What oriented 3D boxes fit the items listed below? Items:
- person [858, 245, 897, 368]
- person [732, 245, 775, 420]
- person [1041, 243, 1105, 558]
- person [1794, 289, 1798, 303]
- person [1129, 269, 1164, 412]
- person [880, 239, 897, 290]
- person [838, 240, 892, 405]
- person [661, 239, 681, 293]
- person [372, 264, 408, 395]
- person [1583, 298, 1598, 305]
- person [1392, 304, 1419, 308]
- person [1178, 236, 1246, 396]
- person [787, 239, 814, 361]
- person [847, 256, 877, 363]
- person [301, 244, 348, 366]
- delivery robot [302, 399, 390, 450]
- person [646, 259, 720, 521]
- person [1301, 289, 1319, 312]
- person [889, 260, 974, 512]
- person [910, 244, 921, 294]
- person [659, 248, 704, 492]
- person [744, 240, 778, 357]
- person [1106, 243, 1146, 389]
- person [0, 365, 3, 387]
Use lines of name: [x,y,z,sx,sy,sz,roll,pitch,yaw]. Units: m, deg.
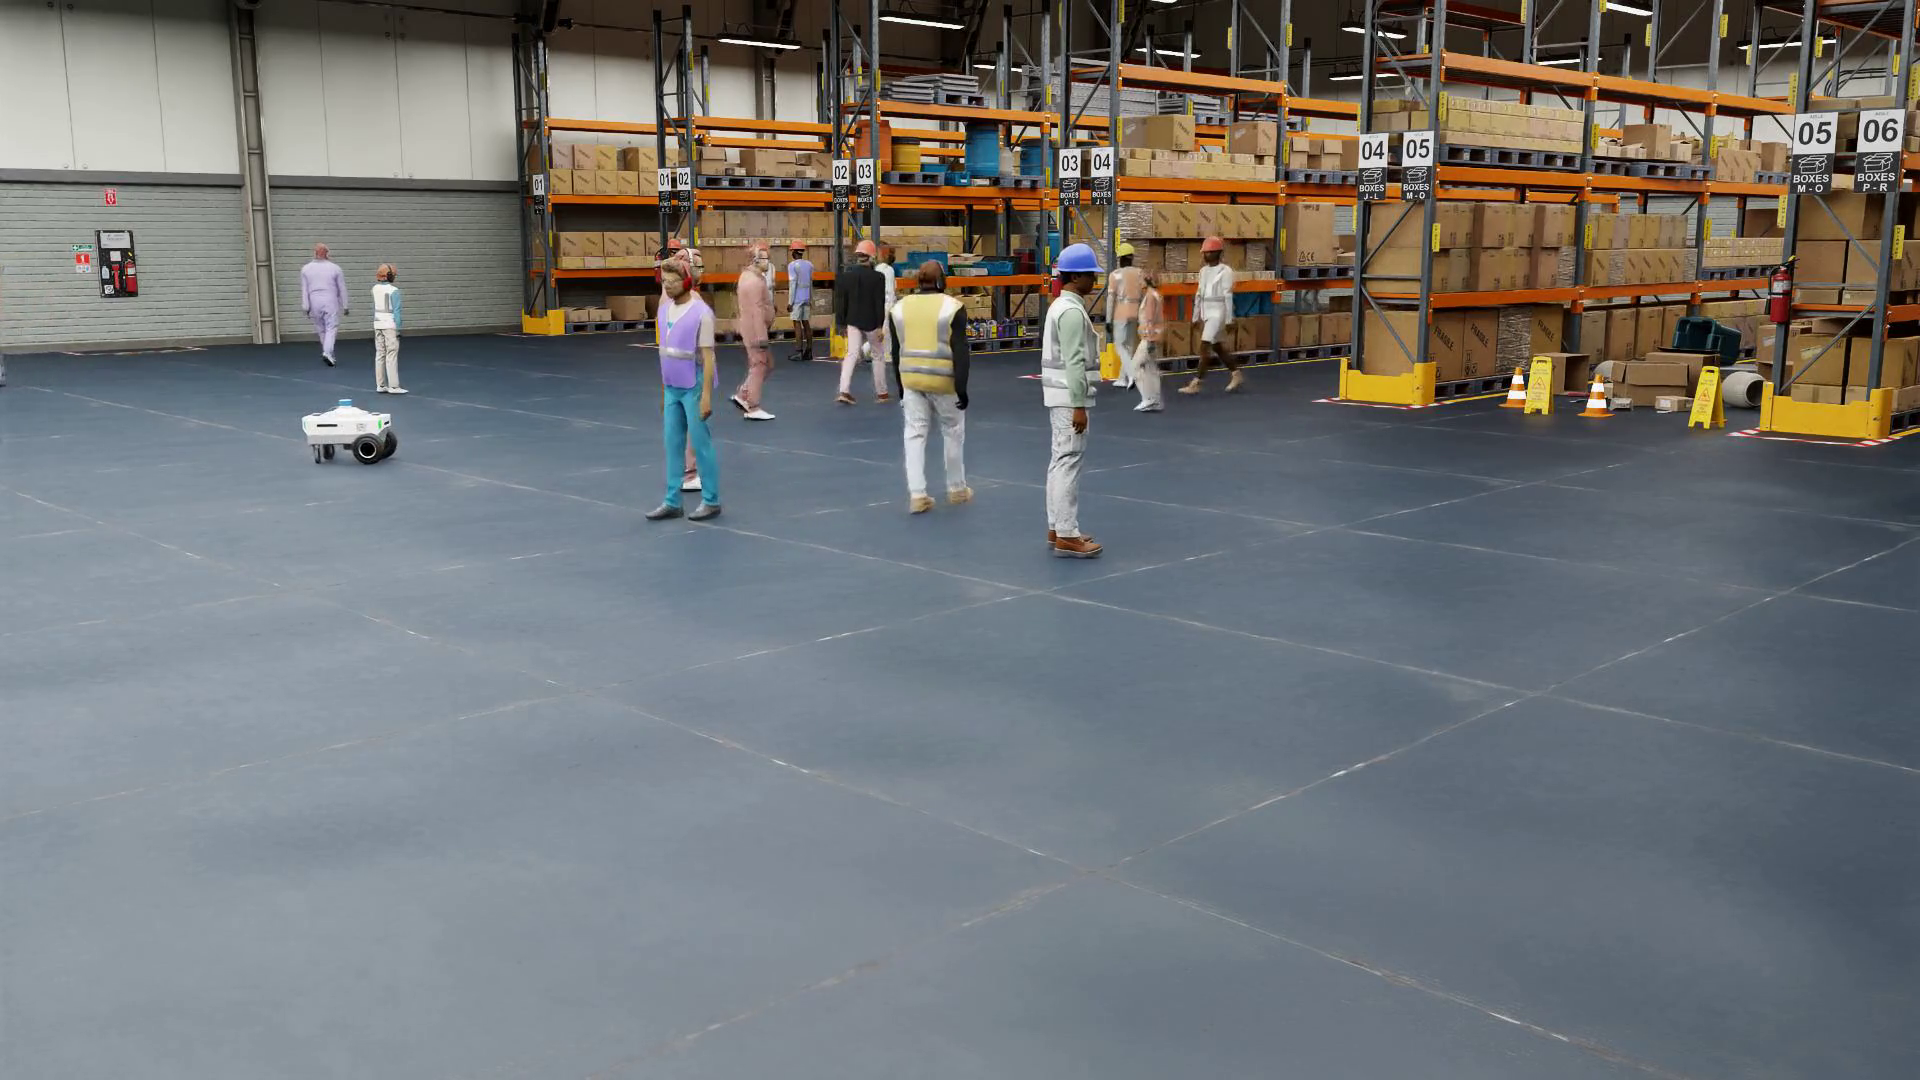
person: [-1.239,-3.522,25.122,0.723,1.868,0.598,-4,11,-22]
person: [-2.197,-2.255,18.129,0.414,1.891,0.668,-3,11,-14]
person: [0.709,-0.882,10.488,0.389,1.946,0.614,-1,10,-5]
person: [16.302,-4.842,32.404,0.649,1.830,0.487,-10,14,-43]
person: [2.108,-2.259,18.878,0.438,1.622,0.538,2,11,10]
person: [-1.770,-5.767,37.277,0.655,1.898,0.958,8,13,38]
person: [-1.162,-2.580,19.769,0.632,1.950,1.015,5,12,26]
person: [-5.016,-4.331,29.324,0.545,1.939,0.354,-7,12,-32]
person: [-7.252,-2.668,21.095,0.517,1.634,0.313,7,13,35]
person: [10.640,-3.998,28.381,0.540,1.617,0.533,-9,14,-40]
person: [7.012,-3.673,25.826,0.455,1.904,0.596,-7,12,-32]
person: [3.249,-2.856,21.137,1.041,2.000,0.625,-5,11,-25]
person: [-2.601,-3.863,26.775,0.369,1.935,0.552,7,13,34]
person: [-1.508,-3.682,26.326,0.402,1.735,0.568,0,10,1]
person: [-9.855,-3.654,25.825,0.658,1.873,0.924,0,10,0]
delivery robot: [-5.485,-1.013,14.869,0.707,0.478,0.477,-1,10,-5]
person: [-1.937,-1.060,11.766,0.572,1.846,0.427,10,14,42]
person: [8.120,-5.987,38.705,0.632,1.810,0.597,-7,12,-33]
person: [-0.161,-1.143,12.260,0.661,1.815,0.783,5,11,24]
person: [-0.869,-5.621,36.741,0.455,1.804,0.596,-7,12,-34]
person: [-2.141,-1.346,13.175,0.401,1.899,0.636,-5,11,-24]
person: [-3.174,-3.806,26.525,0.493,1.919,0.544,10,14,44]
person: [2.191,-2.920,21.730,0.608,1.902,0.707,-5,12,-26]
person: [-12.918,-2.894,21.973,0.377,1.750,0.558,-8,13,-36]
